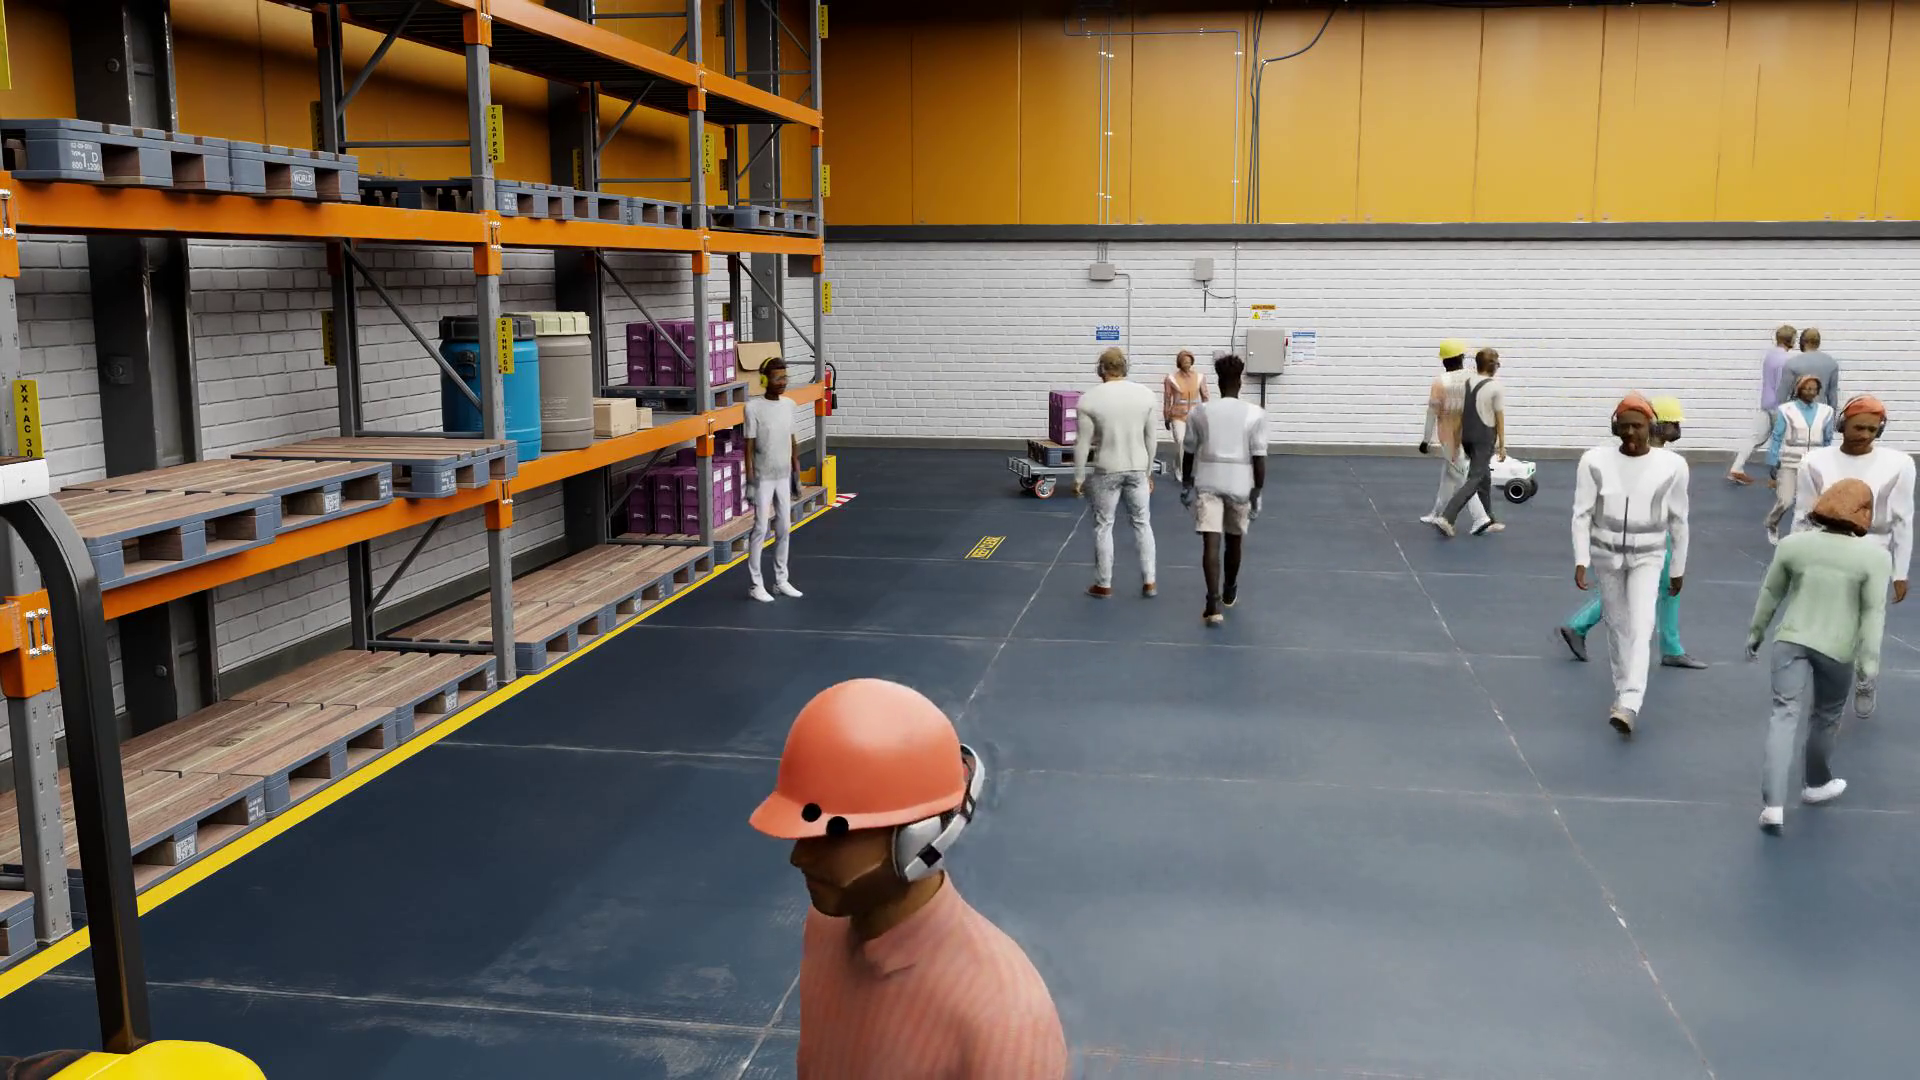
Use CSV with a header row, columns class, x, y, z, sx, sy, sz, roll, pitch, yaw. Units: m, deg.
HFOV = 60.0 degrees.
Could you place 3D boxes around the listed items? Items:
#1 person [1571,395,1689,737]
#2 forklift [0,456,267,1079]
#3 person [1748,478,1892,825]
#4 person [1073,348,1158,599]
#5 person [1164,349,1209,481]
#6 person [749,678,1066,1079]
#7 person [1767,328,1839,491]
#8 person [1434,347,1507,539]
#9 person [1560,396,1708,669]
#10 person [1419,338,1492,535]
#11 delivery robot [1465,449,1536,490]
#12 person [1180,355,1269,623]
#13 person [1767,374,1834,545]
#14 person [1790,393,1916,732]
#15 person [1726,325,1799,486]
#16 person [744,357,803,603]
class,x,y,z,sx,sy,sz,roll,pitch,yaw
person,3.628,0.131,9.067,0.573,1.825,1.028,5,11,30
forklift,-2.328,0.975,2.765,2.313,2.155,1.214,1,9,9
person,3.883,0.501,7.581,0.596,1.571,0.873,8,12,42
person,1.208,-0.490,12.649,0.707,1.916,0.502,-2,9,-10
person,2.603,-1.426,19.382,0.520,1.606,0.799,-2,9,-13
person,-0.126,1.160,2.368,1.012,1.937,0.624,-7,12,-37
person,9.276,-1.387,18.289,0.649,1.886,1.015,-2,9,-11
person,4.827,-0.909,15.623,0.949,1.802,0.495,-4,10,-25
person,4.291,-0.050,10.500,0.808,1.734,0.525,6,11,31
person,4.814,-1.004,15.998,0.575,1.873,1.022,-5,10,-26
delivery robot,5.901,-0.753,18.173,0.707,0.478,0.477,5,10,29
person,1.898,-0.371,12.019,0.625,1.906,1.045,2,9,10
person,7.352,-0.658,14.585,0.528,1.618,0.621,1,9,6
person,4.806,0.128,8.994,0.593,1.866,0.511,7,11,36
person,9.437,-1.547,19.262,0.998,1.896,0.641,1,9,6
person,-1.422,-0.460,12.657,0.321,1.860,0.527,9,13,44
